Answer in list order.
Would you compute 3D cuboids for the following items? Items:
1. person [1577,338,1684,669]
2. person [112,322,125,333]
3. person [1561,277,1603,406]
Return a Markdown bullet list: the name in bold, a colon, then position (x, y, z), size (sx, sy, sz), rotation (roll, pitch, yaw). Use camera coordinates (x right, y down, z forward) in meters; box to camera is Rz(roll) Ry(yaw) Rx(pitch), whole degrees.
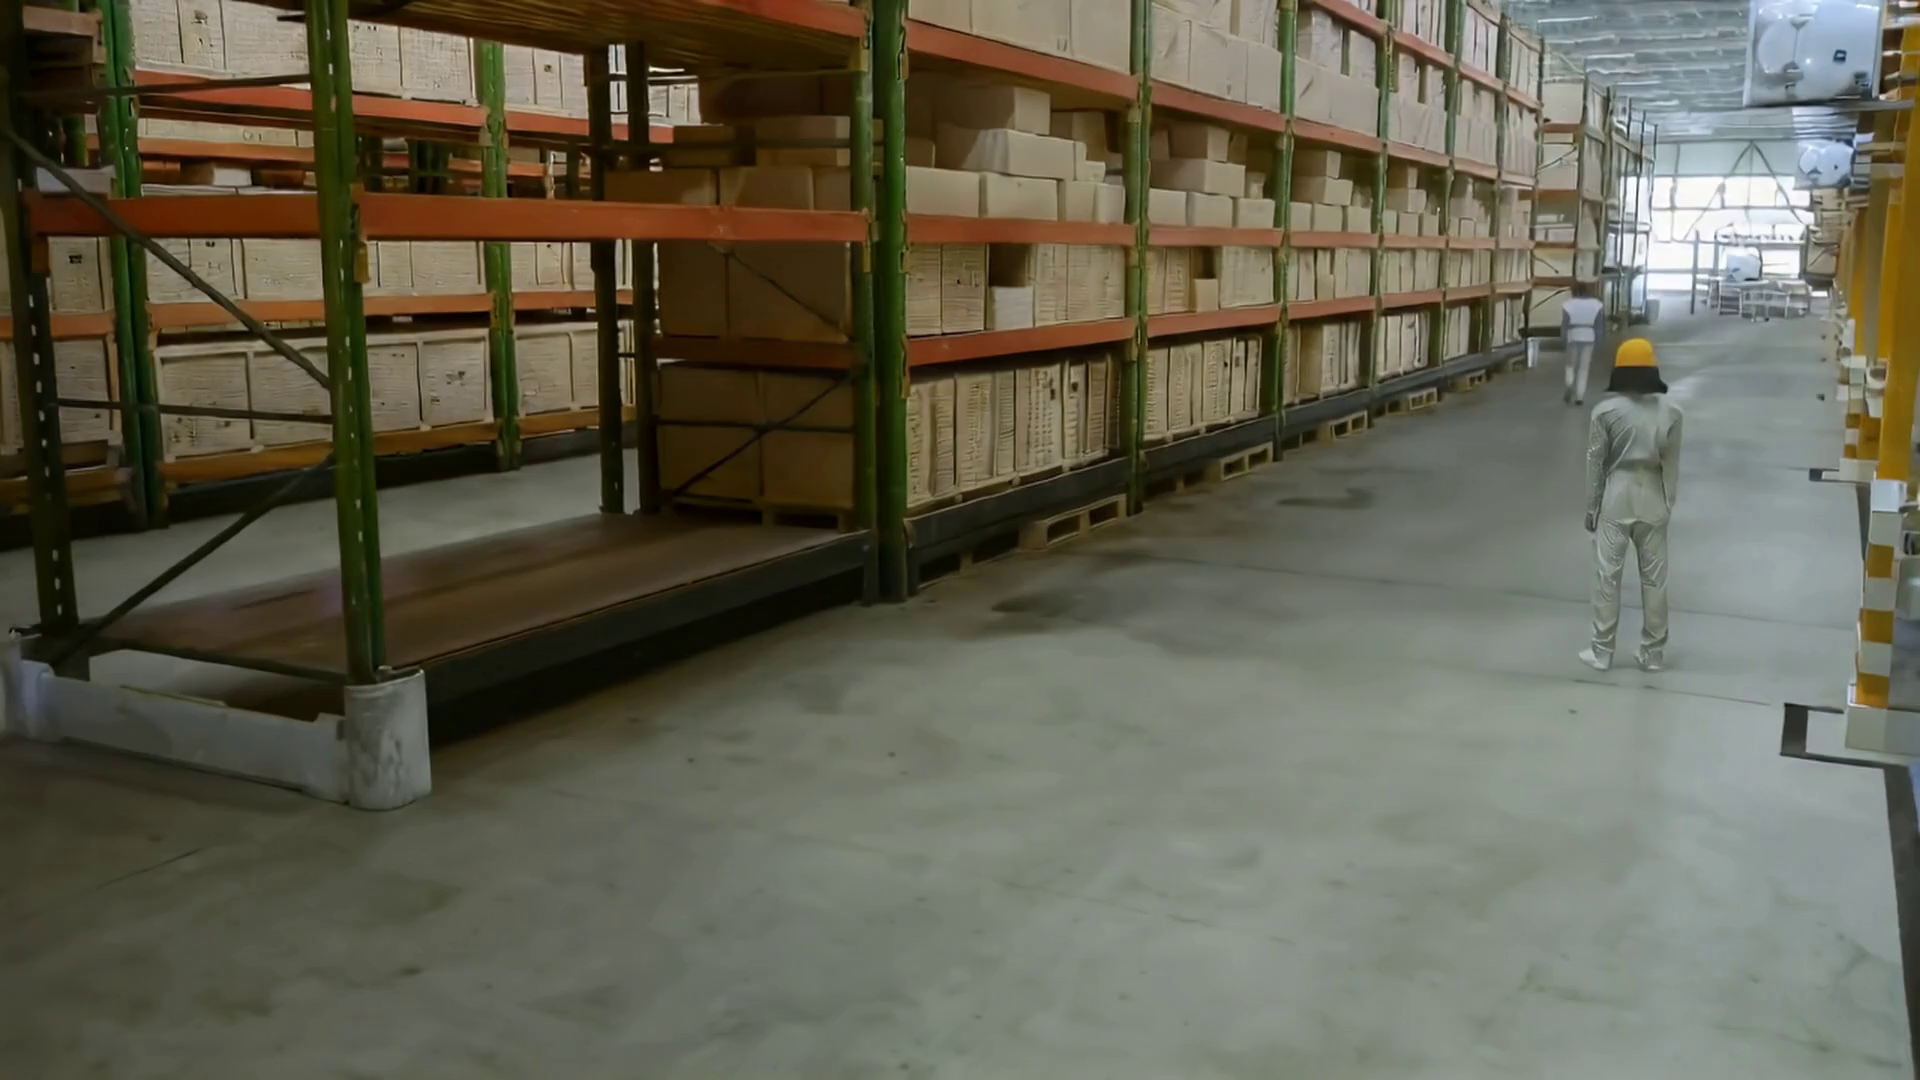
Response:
- **person**: position (3.521, -0.187, 8.754), size (0.483, 1.735, 0.340), rotation (0, 10, -2)
- **person**: position (-8.167, -1.443, 16.369), size (0.327, 1.611, 0.635), rotation (3, 10, 17)
- **person**: position (8.918, -2.847, 23.894), size (0.576, 1.820, 0.728), rotation (3, 10, 19)
